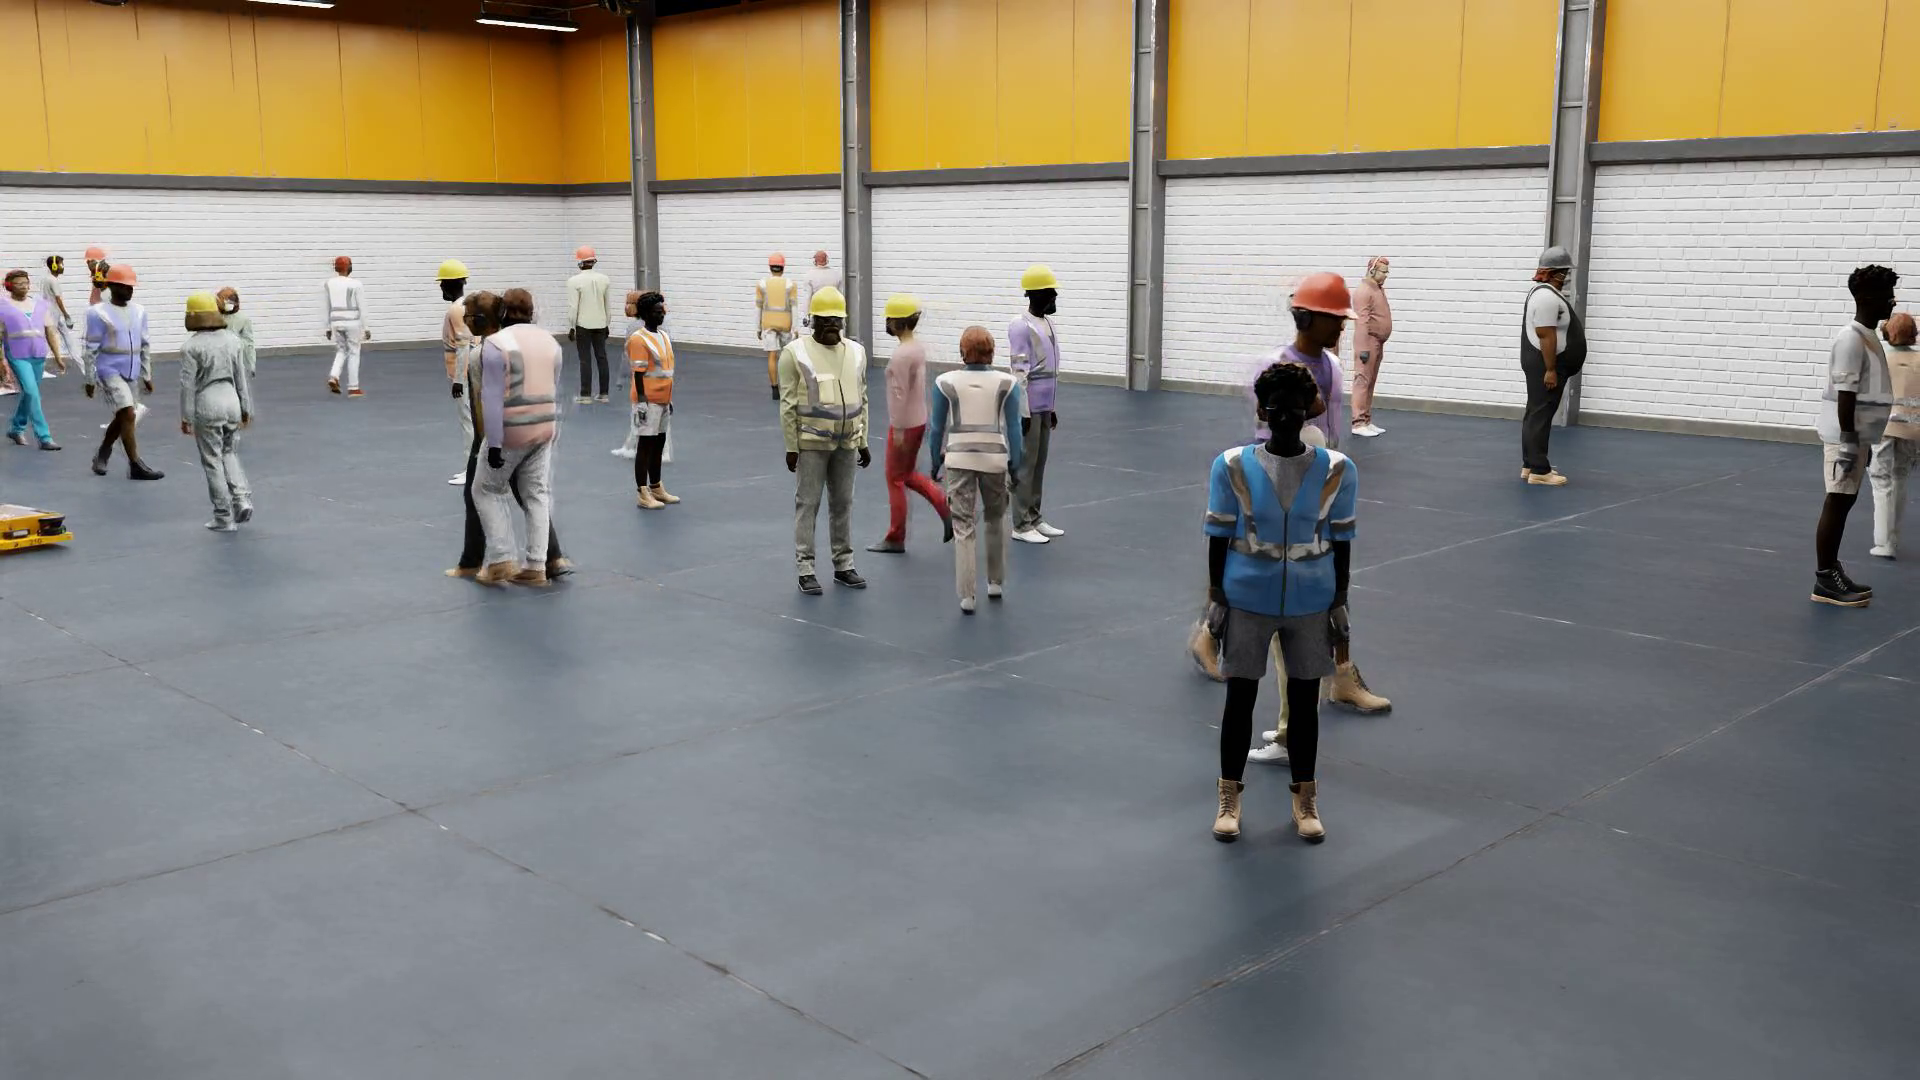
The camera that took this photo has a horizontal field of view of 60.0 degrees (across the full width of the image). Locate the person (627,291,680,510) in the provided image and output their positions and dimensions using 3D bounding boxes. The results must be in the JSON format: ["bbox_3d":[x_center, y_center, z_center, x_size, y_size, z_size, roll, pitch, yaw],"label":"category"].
[{"bbox_3d":[-2.403,-1.094,13.047,0.316,1.696,0.541,3,11,15],"label":"person"}]

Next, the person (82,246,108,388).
[{"bbox_3d":[-11.942,-3.102,23.219,0.457,1.976,0.639,-5,12,-26],"label":"person"}]

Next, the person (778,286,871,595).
[{"bbox_3d":[-0.791,-0.596,9.971,0.591,1.830,0.403,-7,13,-34],"label":"person"}]

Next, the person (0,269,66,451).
[{"bbox_3d":[-9.386,-1.813,16.683,0.933,1.808,0.588,5,12,25],"label":"person"}]

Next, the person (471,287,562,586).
[{"bbox_3d":[-2.740,-0.625,10.155,0.570,1.820,0.646,6,12,29],"label":"person"}]

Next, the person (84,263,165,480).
[{"bbox_3d":[-7.439,-1.475,14.605,0.880,1.903,0.542,4,11,22],"label":"person"}]

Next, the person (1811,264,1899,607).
[{"bbox_3d":[5.199,-0.610,9.671,0.368,1.967,0.600,7,13,34],"label":"person"}]

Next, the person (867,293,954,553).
[{"bbox_3d":[-0.320,-0.769,11.105,0.561,1.752,0.537,3,11,16],"label":"person"}]

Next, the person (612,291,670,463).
[{"bbox_3d":[-3.065,-1.531,15.648,0.759,1.600,0.515,3,11,16],"label":"person"}]

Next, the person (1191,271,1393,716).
[{"bbox_3d":[1.503,-0.242,7.649,0.634,1.985,1.093,-9,14,-41],"label":"person"}]

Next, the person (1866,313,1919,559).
[{"bbox_3d":[6.198,-0.708,11.149,0.551,1.607,0.724,2,11,9],"label":"person"}]

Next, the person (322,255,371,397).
[{"bbox_3d":[-8.106,-2.817,21.968,0.585,1.870,0.441,2,11,12],"label":"person"}]

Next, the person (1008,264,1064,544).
[{"bbox_3d":[0.535,-0.950,11.623,0.355,1.930,0.593,4,11,22],"label":"person"}]

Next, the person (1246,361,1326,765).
[{"bbox_3d":[1.323,0.096,6.729,0.285,1.634,0.499,6,12,30],"label":"person"}]

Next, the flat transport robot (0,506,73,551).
[{"bbox_3d":[-6.870,-0.105,11.546,1.431,0.197,0.652,7,12,33],"label":"flat transport robot"}]

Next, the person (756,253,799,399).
[{"bbox_3d":[-2.406,-2.825,21.952,0.569,1.888,0.957,0,10,-3],"label":"person"}]

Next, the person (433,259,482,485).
[{"bbox_3d":[-4.285,-1.435,14.278,0.383,1.924,0.594,-1,10,-7],"label":"person"}]

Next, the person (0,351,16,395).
[{"bbox_3d":[-13.089,-2.841,22.081,0.897,1.869,0.657,-4,11,-21],"label":"person"}]

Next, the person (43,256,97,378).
[{"bbox_3d":[-13.517,-3.349,25.003,0.968,1.819,0.548,-6,12,-30],"label":"person"}]

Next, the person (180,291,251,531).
[{"bbox_3d":[-5.394,-0.924,12.002,0.364,1.726,0.500,6,12,30],"label":"person"}]

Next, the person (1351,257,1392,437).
[{"bbox_3d":[4.411,-2.067,17.800,0.405,1.902,0.636,5,12,27],"label":"person"}]

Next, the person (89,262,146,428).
[{"bbox_3d":[-9.337,-2.136,18.350,0.440,1.843,0.516,-1,10,-7],"label":"person"}]

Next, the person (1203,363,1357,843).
[{"bbox_3d":[1.120,0.225,5.855,0.535,1.697,0.318,1,10,4],"label":"person"}]

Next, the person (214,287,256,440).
[{"bbox_3d":[-7.572,-1.818,17.226,0.514,1.603,0.502,-5,11,-24],"label":"person"}]

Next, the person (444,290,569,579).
[{"bbox_3d":[-2.804,-0.618,10.230,0.868,1.818,0.539,4,11,22],"label":"person"}]

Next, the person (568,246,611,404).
[{"bbox_3d":[-4.718,-2.736,21.183,0.376,1.997,0.612,10,14,43],"label":"person"}]

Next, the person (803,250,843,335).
[{"bbox_3d":[-2.073,-3.379,24.948,0.643,1.905,0.399,-6,12,-28],"label":"person"}]

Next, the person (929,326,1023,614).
[{"bbox_3d":[0.088,-0.413,9.559,0.528,1.614,0.681,0,10,-2],"label":"person"}]

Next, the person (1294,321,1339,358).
[{"bbox_3d":[3.431,-1.659,15.981,0.537,1.756,0.419,-4,11,-21],"label":"person"}]

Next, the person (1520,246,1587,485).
[{"bbox_3d":[5.116,-1.506,14.357,0.535,2.000,0.674,2,11,11],"label":"person"}]
